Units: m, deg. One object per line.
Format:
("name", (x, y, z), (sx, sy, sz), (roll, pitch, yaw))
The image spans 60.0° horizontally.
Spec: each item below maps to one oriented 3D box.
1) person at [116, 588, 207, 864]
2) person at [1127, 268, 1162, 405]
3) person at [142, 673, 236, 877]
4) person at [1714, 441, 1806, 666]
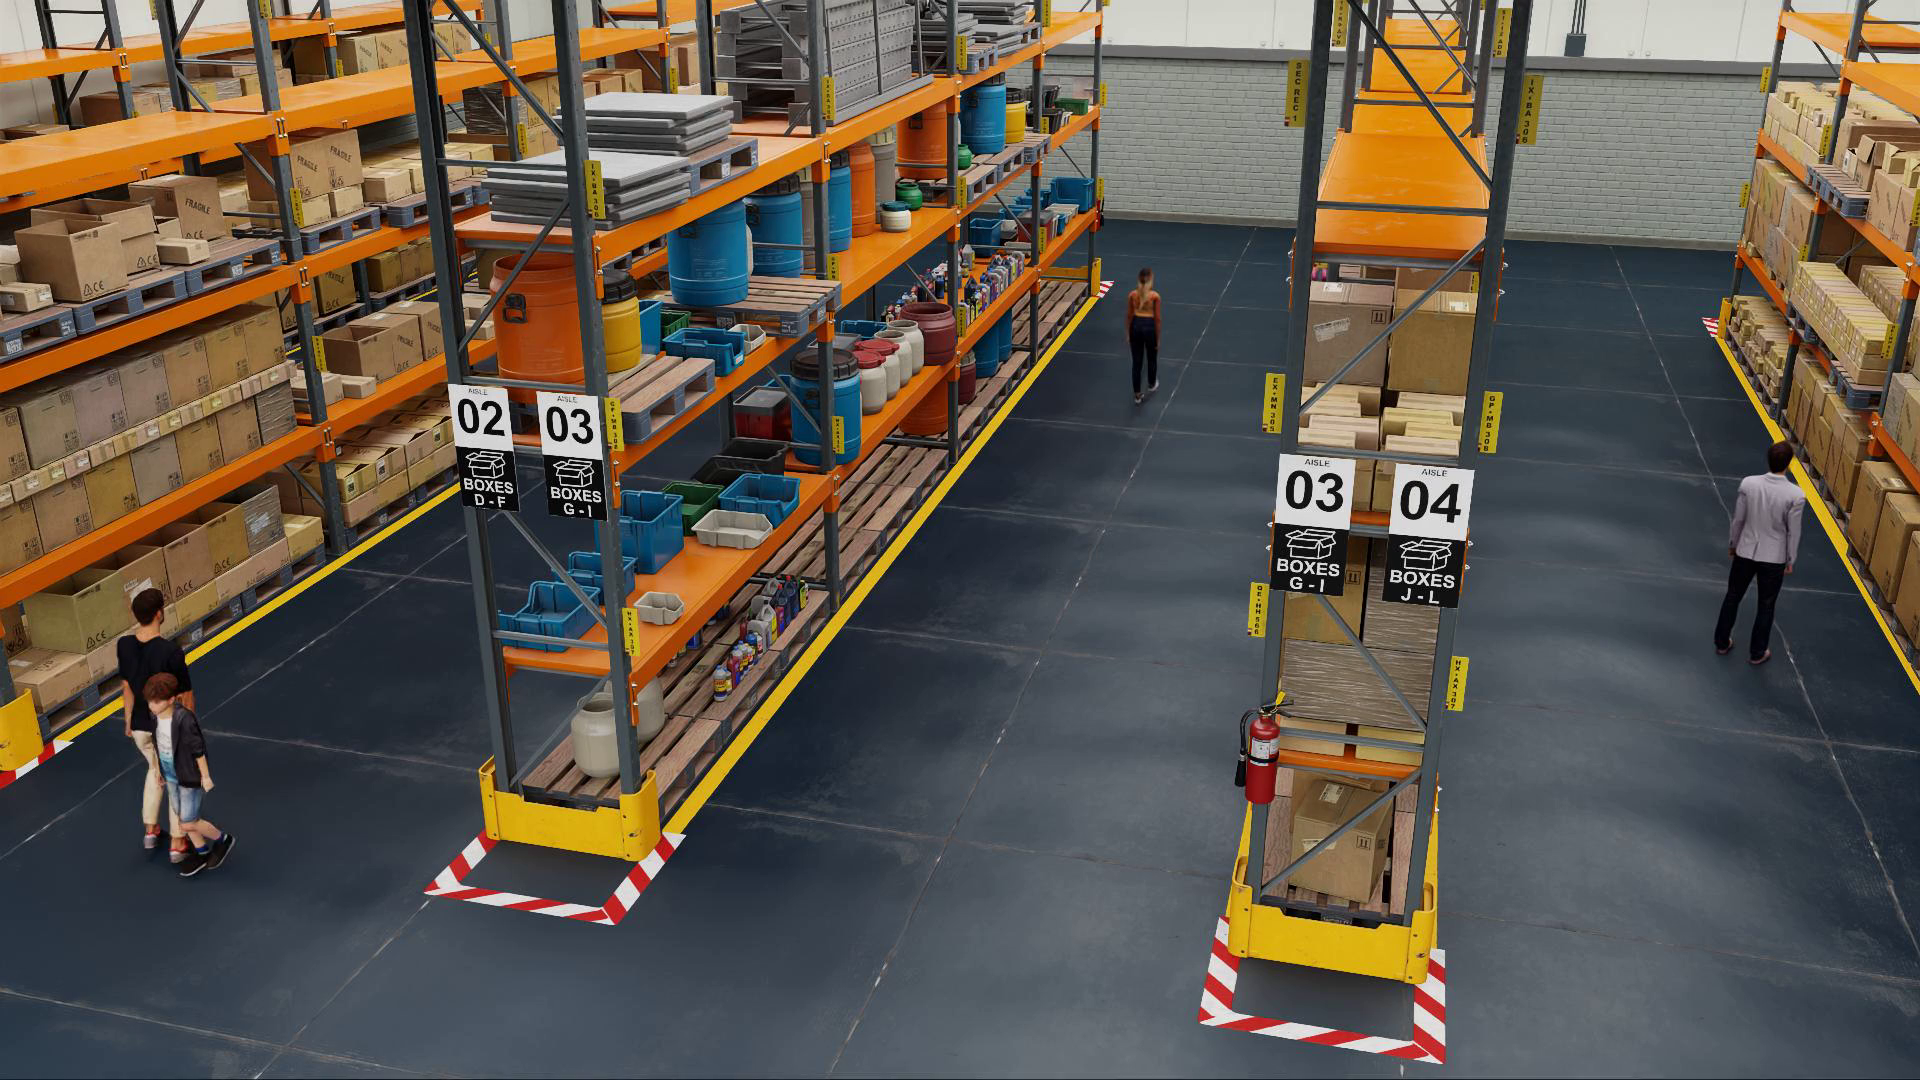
("person", (-5.186, 1.221, 10.725), (0.685, 1.834, 0.649), (3, 22, 8))
("person", (2.181, -2.425, 19.939), (0.619, 1.608, 0.928), (7, 23, 17))
("person", (-4.916, 1.464, 10.656), (0.620, 1.438, 0.675), (13, 26, 30))
("person", (6.475, 0.099, 13.450), (0.762, 1.848, 0.749), (20, 30, 40))
